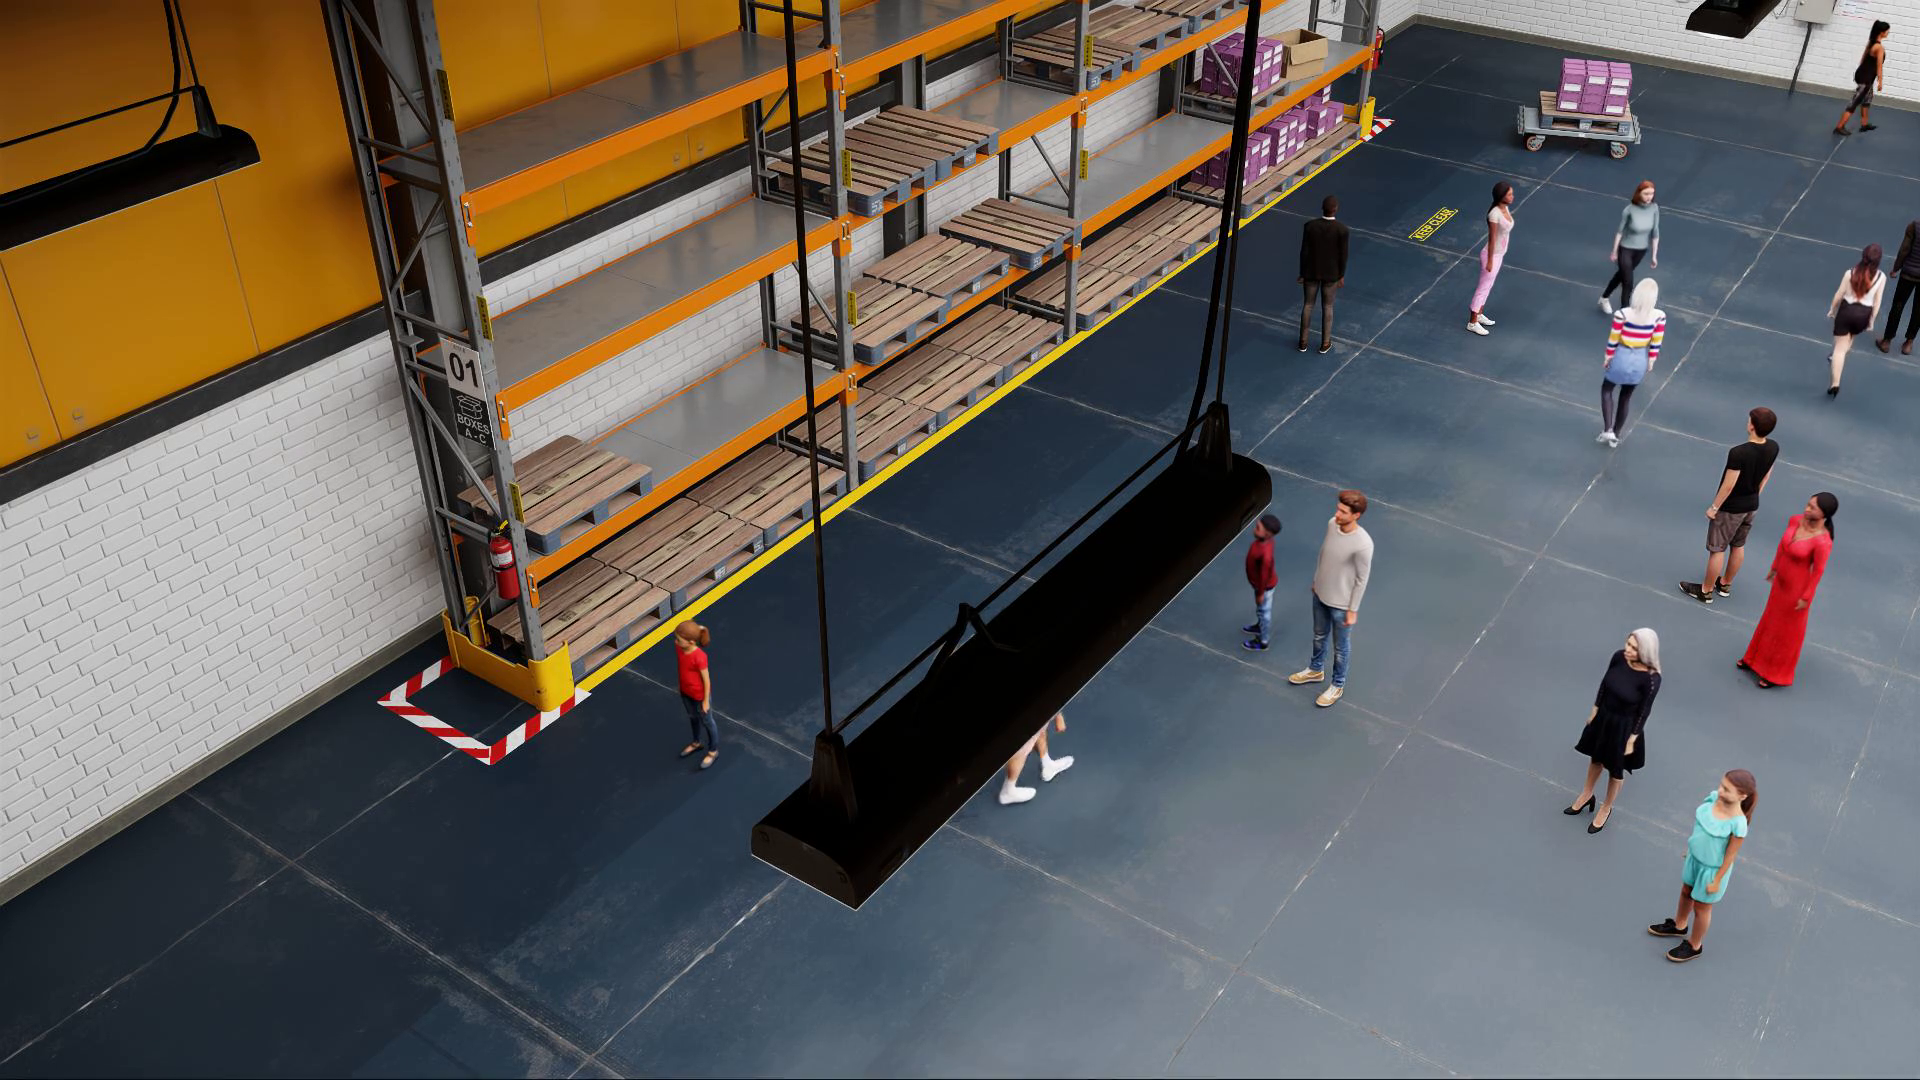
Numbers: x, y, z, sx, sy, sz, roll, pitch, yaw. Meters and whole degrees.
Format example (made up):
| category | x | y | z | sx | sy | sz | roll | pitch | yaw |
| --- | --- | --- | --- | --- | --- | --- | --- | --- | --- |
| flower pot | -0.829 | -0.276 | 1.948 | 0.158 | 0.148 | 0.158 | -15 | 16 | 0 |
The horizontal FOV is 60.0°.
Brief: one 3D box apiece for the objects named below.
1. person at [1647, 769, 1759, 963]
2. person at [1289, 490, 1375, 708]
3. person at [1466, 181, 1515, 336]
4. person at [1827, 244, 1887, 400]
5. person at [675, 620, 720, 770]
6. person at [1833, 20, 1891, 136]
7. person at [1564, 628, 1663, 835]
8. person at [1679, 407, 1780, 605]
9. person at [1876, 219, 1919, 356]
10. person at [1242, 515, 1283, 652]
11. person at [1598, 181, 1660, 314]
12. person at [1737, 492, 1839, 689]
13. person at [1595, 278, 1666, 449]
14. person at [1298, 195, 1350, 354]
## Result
| category | x | y | z | sx | sy | sz | roll | pitch | yaw |
| --- | --- | --- | --- | --- | --- | --- | --- | --- | --- |
| person | 4.870 | 2.090 | 10.812 | 0.710 | 1.558 | 0.648 | -4 | 34 | -7 |
| person | 2.951 | 0.425 | 13.003 | 0.741 | 1.905 | 0.751 | -17 | 37 | -23 |
| person | 5.936 | -3.165 | 18.552 | 0.659 | 1.742 | 0.472 | 17 | 37 | 24 |
| person | 9.272 | -2.241 | 17.293 | 0.822 | 1.596 | 1.173 | 9 | 35 | 14 |
| person | -1.977 | 1.127 | 12.484 | 0.499 | 1.310 | 0.501 | 27 | 42 | 34 |
| person | 12.877 | -6.596 | 23.801 | 0.910 | 1.644 | 0.924 | 3 | 34 | 5 |
| person | 4.643 | 1.335 | 11.777 | 0.711 | 1.747 | 0.691 | -15 | 37 | -22 |
| person | 6.604 | -0.300 | 14.133 | 0.712 | 1.862 | 0.823 | -13 | 36 | -19 |
| person | 10.420 | -2.897 | 18.064 | 0.756 | 1.836 | 0.687 | 10 | 35 | 15 |
| person | 2.514 | 0.333 | 13.732 | 0.631 | 1.252 | 0.537 | 5 | 34 | 8 |
| person | 7.505 | -3.215 | 18.680 | 1.115 | 1.684 | 1.195 | -4 | 34 | -6 |
| person | 6.608 | 0.386 | 13.174 | 0.797 | 1.783 | 0.742 | -6 | 34 | -9 |
| person | 6.556 | -1.686 | 16.274 | 0.797 | 1.801 | 0.853 | 6 | 34 | 9 |
| person | 3.936 | -2.890 | 18.087 | 0.721 | 1.800 | 0.676 | 9 | 35 | 14 |
